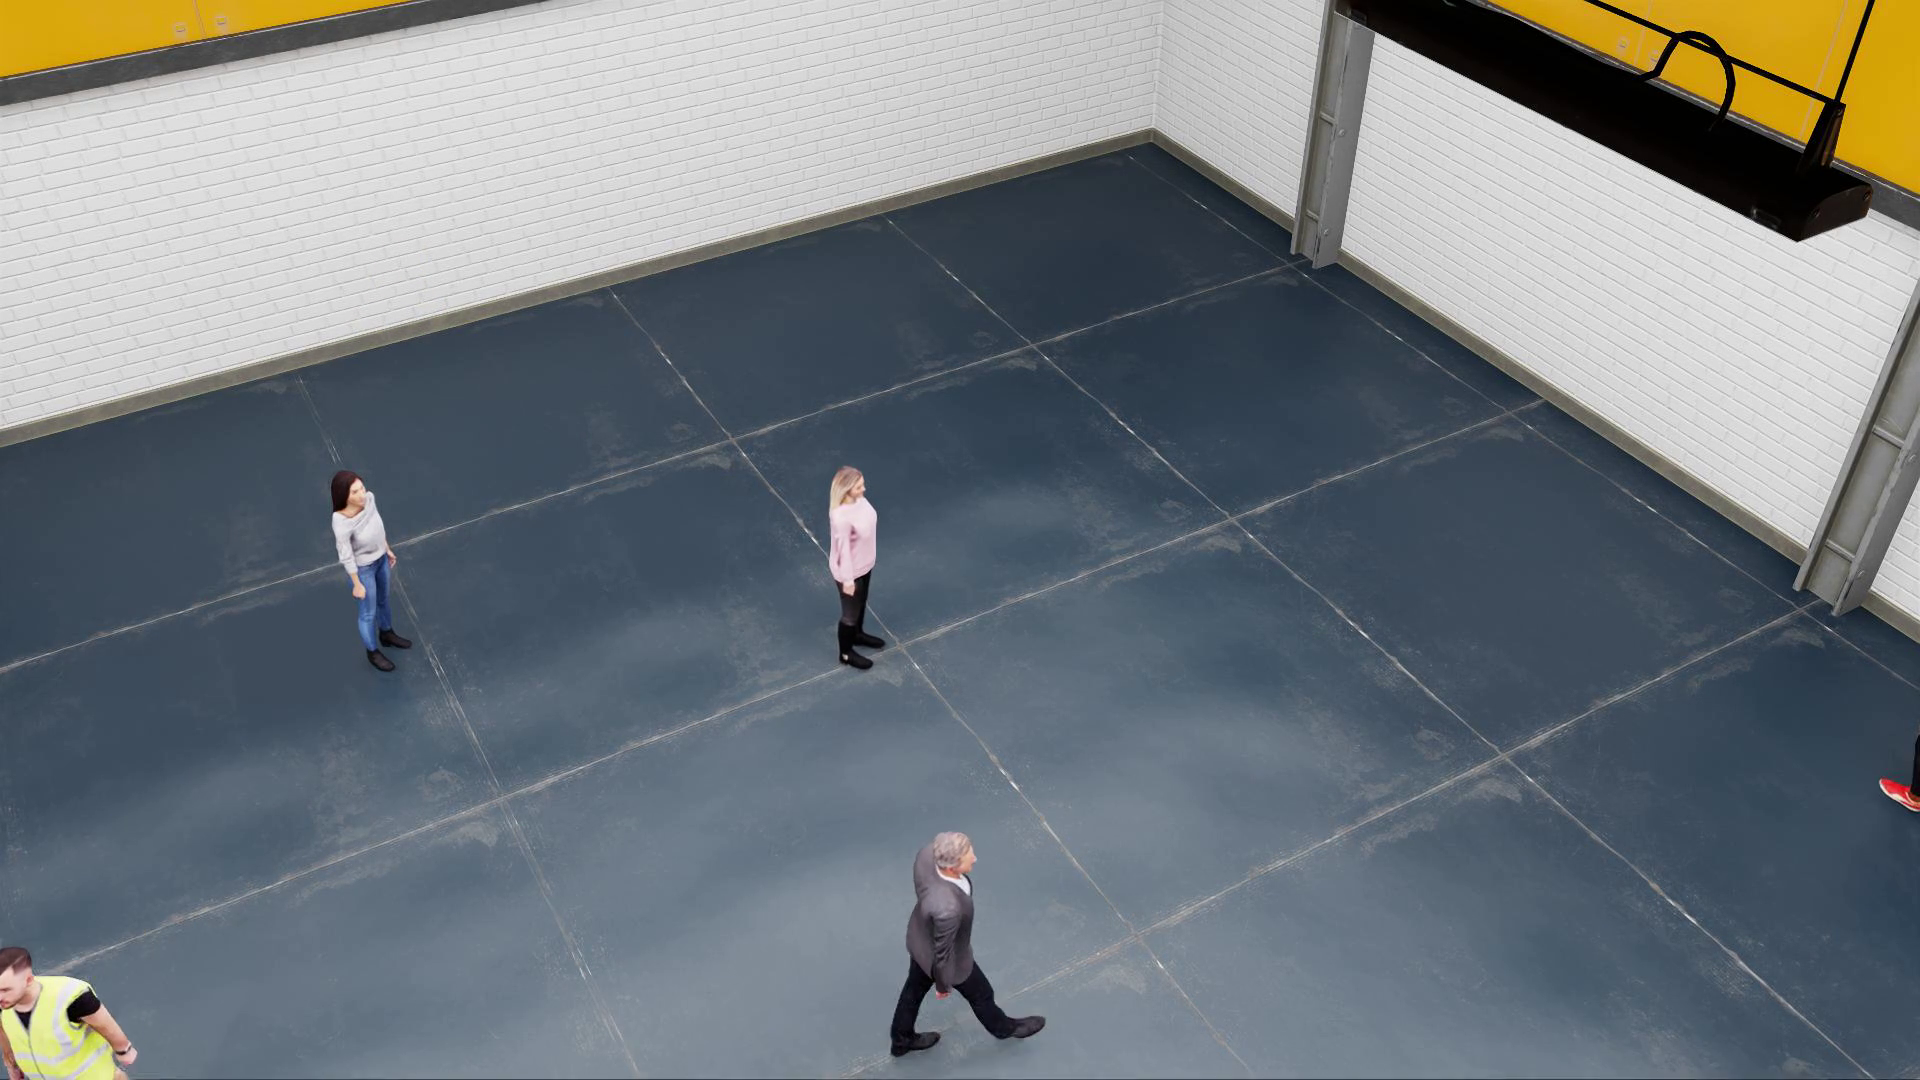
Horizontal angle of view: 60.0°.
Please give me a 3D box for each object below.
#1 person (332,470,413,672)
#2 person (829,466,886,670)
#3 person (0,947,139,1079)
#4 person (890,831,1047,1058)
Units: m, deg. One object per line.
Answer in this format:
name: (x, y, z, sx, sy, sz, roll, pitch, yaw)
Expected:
person: (-4.105, 0.185, 11.499, 0.731, 1.631, 0.670, 9, 40, 11)
person: (-0.757, 0.167, 11.479, 0.742, 1.684, 0.682, 9, 40, 11)
person: (-4.419, 2.583, 8.370, 1.149, 1.787, 1.256, 6, 39, 7)
person: (-0.174, 2.195, 8.848, 0.914, 1.798, 1.100, -13, 40, -16)
